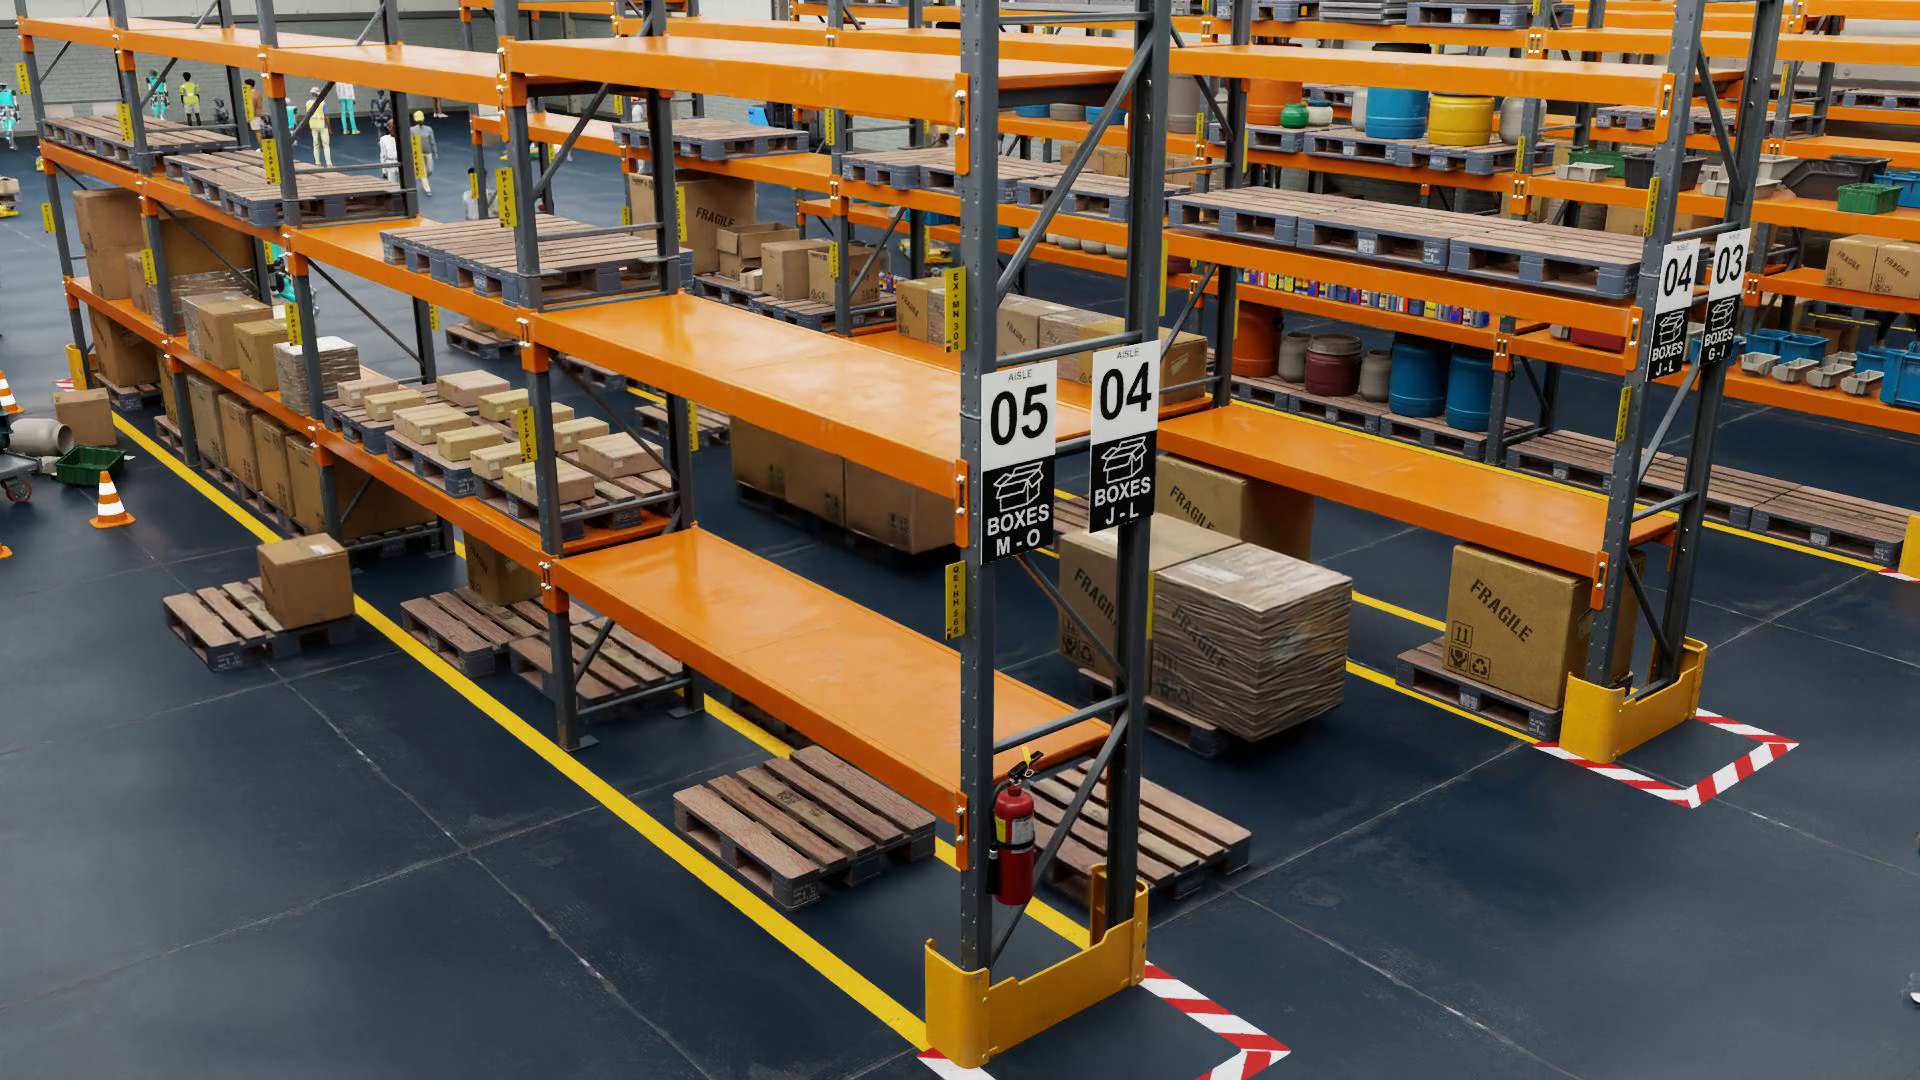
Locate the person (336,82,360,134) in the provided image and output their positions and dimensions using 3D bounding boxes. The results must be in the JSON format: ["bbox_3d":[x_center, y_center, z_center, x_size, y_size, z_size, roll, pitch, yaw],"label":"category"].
[{"bbox_3d":[-17.227,-12.376,46.678,0.490,1.917,0.384,2,19,5],"label":"person"}]

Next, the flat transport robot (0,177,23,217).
[{"bbox_3d":[-18.883,-6.363,32.046,1.431,0.231,0.659,11,22,29],"label":"flat transport robot"}]

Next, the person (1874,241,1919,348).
[{"bbox_3d":[11.859,-3.076,20.581,0.554,1.652,0.845,-17,25,-39],"label":"person"}]

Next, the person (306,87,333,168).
[{"bbox_3d":[-14.864,-9.530,38.613,0.538,1.892,0.396,2,19,5],"label":"person"}]

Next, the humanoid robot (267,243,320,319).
[{"bbox_3d":[-8.374,-3.267,20.867,0.743,1.685,0.532,-2,19,-7],"label":"humanoid robot"}]

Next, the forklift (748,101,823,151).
[{"bbox_3d":[-4.526,-11.368,42.374,1.129,2.768,1.873,-15,24,-37],"label":"forklift"}]

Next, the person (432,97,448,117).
[{"bbox_3d":[-16.234,-14.062,51.536,0.498,1.876,0.401,15,25,37],"label":"person"}]

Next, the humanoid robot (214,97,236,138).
[{"bbox_3d":[-17.127,-9.463,38.750,0.448,1.650,0.588,3,20,8],"label":"humanoid robot"}]

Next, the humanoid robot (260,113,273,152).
[{"bbox_3d":[-14.713,-8.222,35.275,0.716,1.641,0.598,-2,19,-5],"label":"humanoid robot"}]

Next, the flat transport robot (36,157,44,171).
[{"bbox_3d":[-21.383,-8.869,39.178,0.659,0.231,1.431,-10,21,-25],"label":"flat transport robot"}]

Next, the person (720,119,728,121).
[{"bbox_3d":[-4.641,-7.466,32.978,0.408,1.723,0.504,3,20,8],"label":"person"}]

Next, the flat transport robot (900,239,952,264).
[{"bbox_3d":[-0.570,-4.791,27.571,0.659,0.231,1.431,-3,20,-10],"label":"flat transport robot"}]

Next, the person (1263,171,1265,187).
[{"bbox_3d":[4.945,-5.530,27.378,0.937,1.783,0.578,15,25,37],"label":"person"}]

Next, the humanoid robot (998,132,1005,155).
[{"bbox_3d":[0.495,-7.202,32.231,1.036,1.726,0.555,-14,24,-34],"label":"humanoid robot"}]

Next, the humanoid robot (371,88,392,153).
[{"bbox_3d":[-14.603,-10.584,42.032,0.600,1.637,0.785,-4,20,-10],"label":"humanoid robot"}]

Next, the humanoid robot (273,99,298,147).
[{"bbox_3d":[-15.381,-9.147,37.795,1.038,1.736,0.547,15,24,37],"label":"humanoid robot"}]

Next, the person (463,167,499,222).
[{"bbox_3d":[-6.838,-4.418,23.985,0.609,1.944,0.708,7,21,20],"label":"person"}]

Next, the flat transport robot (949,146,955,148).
[{"bbox_3d":[-0.363,-7.385,34.954,0.659,0.231,1.431,-8,21,-21],"label":"flat transport robot"}]

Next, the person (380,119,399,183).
[{"bbox_3d":[-10.578,-6.944,31.263,0.574,1.884,0.356,-1,19,-3],"label":"person"}]

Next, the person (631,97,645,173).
[{"bbox_3d":[-7.283,-9.142,37.503,0.361,1.894,0.587,-3,20,-8],"label":"person"}]

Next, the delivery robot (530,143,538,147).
[{"bbox_3d":[-10.935,-10.443,43.196,0.499,0.576,0.757,-12,23,-31],"label":"delivery robot"}]

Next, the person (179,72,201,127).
[{"bbox_3d":[-21.643,-12.299,46.798,0.528,1.689,0.321,-13,23,-33],"label":"person"}]

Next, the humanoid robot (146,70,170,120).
[{"bbox_3d":[-22.276,-12.095,46.156,0.538,1.806,0.669,-1,19,-4],"label":"humanoid robot"}]

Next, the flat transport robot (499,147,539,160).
[{"bbox_3d":[-10.625,-9.524,41.041,0.659,0.231,1.431,11,22,28],"label":"flat transport robot"}]

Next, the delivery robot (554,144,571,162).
[{"bbox_3d":[-9.762,-9.410,40.265,0.499,0.581,0.767,7,21,20],"label":"delivery robot"}]

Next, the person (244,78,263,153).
[{"bbox_3d":[-17.801,-10.730,42.080,0.384,1.853,0.800,-1,19,-2],"label":"person"}]

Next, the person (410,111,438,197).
[{"bbox_3d":[-11.202,-8.079,34.727,0.541,1.730,0.753,-14,24,-35],"label":"person"}]

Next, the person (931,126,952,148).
[{"bbox_3d":[-0.252,-7.035,31.755,0.878,1.719,0.567,7,21,19],"label":"person"}]

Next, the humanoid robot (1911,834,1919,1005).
[{"bbox_3d":[4.746,1.481,7.682,0.717,1.903,0.541,6,20,15],"label":"humanoid robot"}]

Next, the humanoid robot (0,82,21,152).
[{"bbox_3d":[-24.211,-10.694,42.228,0.536,1.770,1.034,-5,20,-13],"label":"humanoid robot"}]

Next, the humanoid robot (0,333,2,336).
[{"bbox_3d":[-12.876,-3.476,21.756,0.603,1.637,0.626,4,20,12],"label":"humanoid robot"}]
